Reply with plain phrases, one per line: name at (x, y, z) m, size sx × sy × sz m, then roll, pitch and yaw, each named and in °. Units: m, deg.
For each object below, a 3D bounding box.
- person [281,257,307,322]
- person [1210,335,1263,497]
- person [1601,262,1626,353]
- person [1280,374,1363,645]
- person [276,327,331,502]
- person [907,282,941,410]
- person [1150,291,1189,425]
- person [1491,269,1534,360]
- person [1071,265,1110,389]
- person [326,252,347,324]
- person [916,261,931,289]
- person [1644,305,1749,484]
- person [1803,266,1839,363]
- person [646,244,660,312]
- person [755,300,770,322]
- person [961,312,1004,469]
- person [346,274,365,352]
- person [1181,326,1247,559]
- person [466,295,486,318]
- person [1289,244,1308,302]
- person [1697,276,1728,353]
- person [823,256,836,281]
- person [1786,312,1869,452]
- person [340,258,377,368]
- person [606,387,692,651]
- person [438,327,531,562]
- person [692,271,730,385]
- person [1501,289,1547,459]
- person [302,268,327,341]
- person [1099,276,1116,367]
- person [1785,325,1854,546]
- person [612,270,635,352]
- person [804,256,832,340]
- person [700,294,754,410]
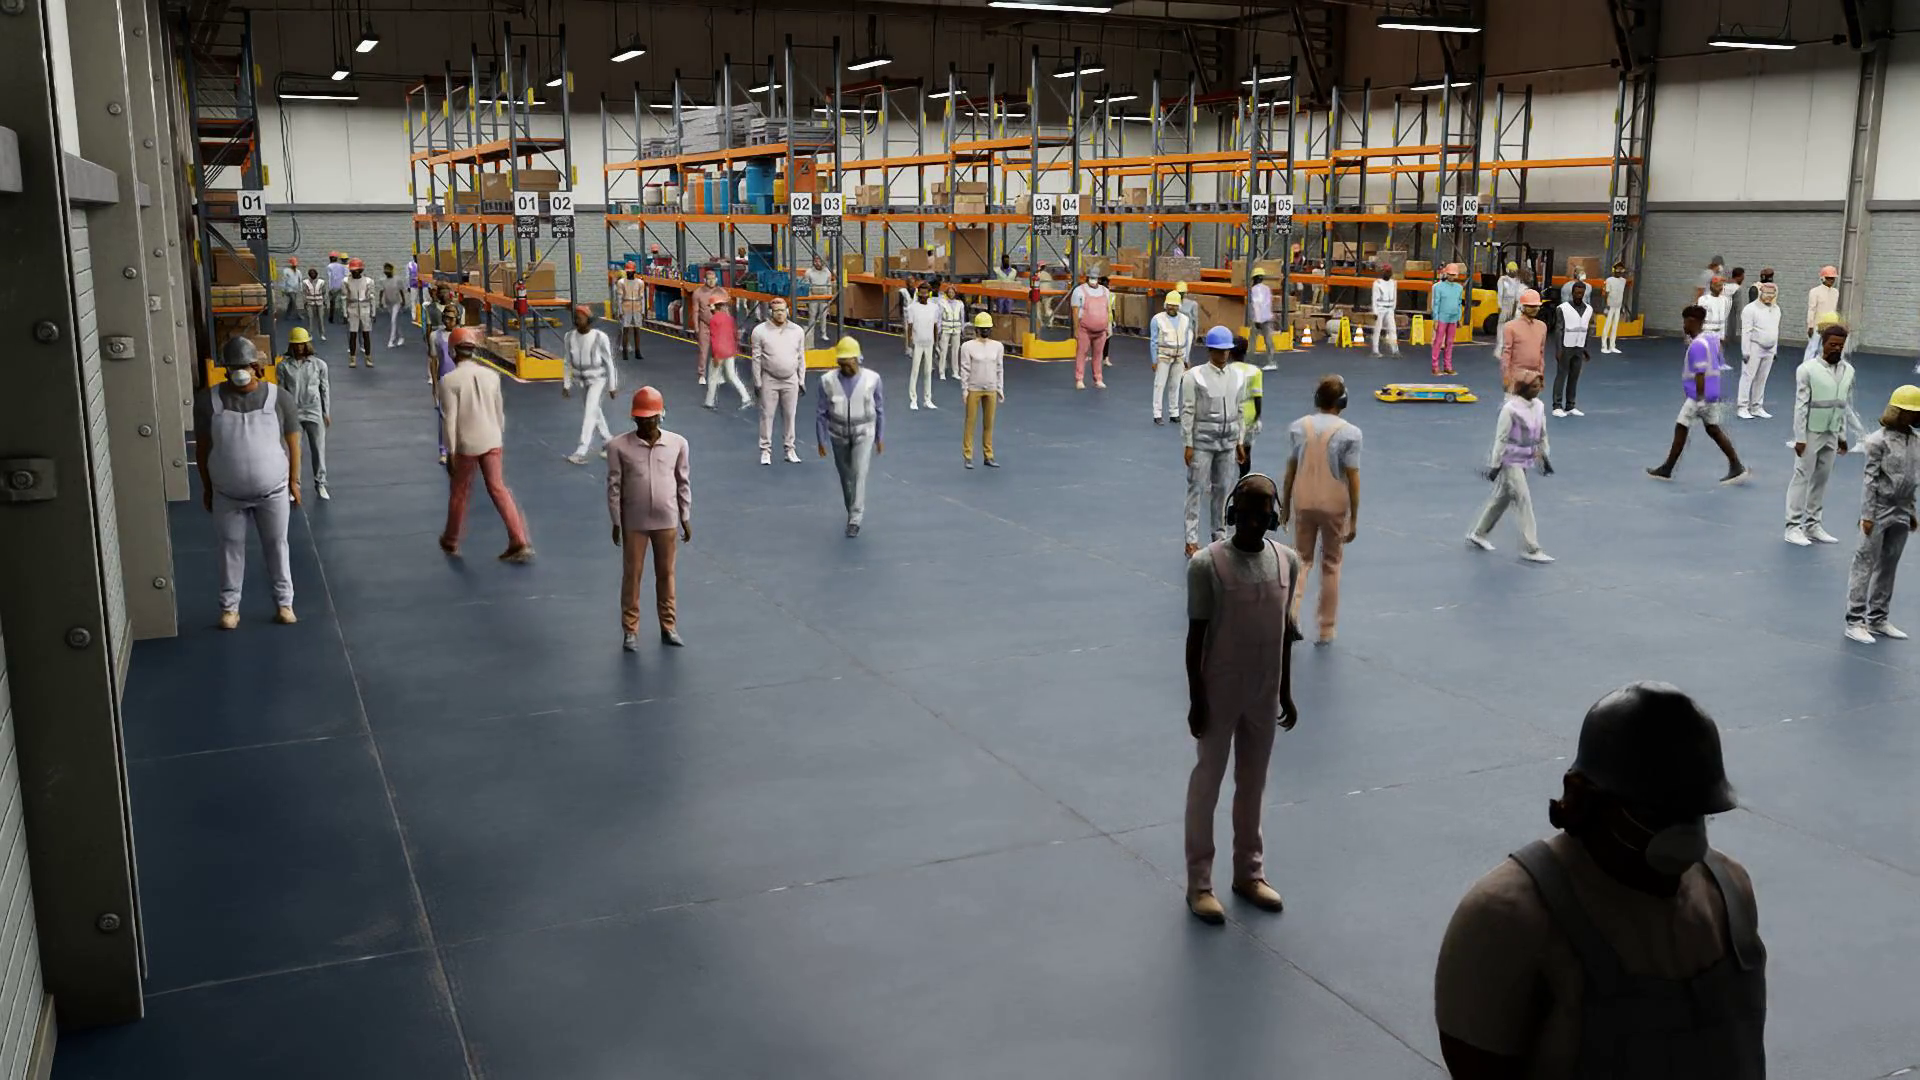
person at (-17.769, -6.665, 44.284) m, size 0.917 × 1.699 × 0.571 m, roll 6°, pitch 13°, yaw 27°
person at (2.745, -1.213, 16.671) m, size 0.559 × 1.660 × 0.749 m, roll 4°, pitch 12°, yaw 21°
person at (13.502, -4.780, 34.279) m, size 0.521 × 1.864 × 0.336 m, roll -4°, pitch 12°, yaw -21°
person at (2.363, -0.181, 11.015) m, size 0.556 × 1.823 × 0.559 m, roll 6°, pitch 13°, yaw 30°
person at (-6.571, -1.259, 16.688) m, size 0.486 × 1.744 × 0.311 m, roll -4°, pitch 12°, yaw -21°
person at (-0.530, -2.850, 24.470) m, size 0.521 × 1.864 × 0.336 m, roll -4°, pitch 12°, yaw -21°
person at (2.872, -2.476, 22.658) m, size 0.591 × 1.828 × 0.404 m, roll -4°, pitch 12°, yaw -21°
person at (10.832, -4.357, 32.322) m, size 0.968 × 1.798 × 0.521 m, roll 6°, pitch 13°, yaw 30°
person at (2.191, -3.502, 27.326) m, size 0.680 × 2.000 × 0.536 m, roll -4°, pitch 12°, yaw -21°
person at (-16.245, -6.565, 43.316) m, size 1.040 × 1.857 × 0.602 m, roll 10°, pitch 15°, yaw 41°
person at (-1.065, -6.932, 45.099) m, size 0.643 × 1.910 × 0.400 m, roll -4°, pitch 12°, yaw -21°
person at (7.946, -1.542, 17.735) m, size 1.017 × 1.909 × 0.658 m, roll 9°, pitch 14°, yaw 37°
person at (14.421, -3.573, 27.805) m, size 0.613 × 1.995 × 0.390 m, roll -4°, pitch 12°, yaw -21°
person at (-8.625, -7.390, 47.203) m, size 0.613 × 1.995 × 0.390 m, roll -4°, pitch 12°, yaw -21°
person at (-5.264, -6.746, 44.287) m, size 0.635 × 1.875 × 1.010 m, roll 0°, pitch 11°, yaw 2°
person at (0.259, -1.690, 18.819) m, size 0.525 × 1.769 × 0.327 m, roll -4°, pitch 12°, yaw -21°
person at (-12.554, -4.717, 34.545) m, size 0.500 × 1.632 × 0.286 m, roll -4°, pitch 12°, yaw -21°
person at (2.125, -0.813, 13.897) m, size 0.605 × 1.949 × 0.401 m, roll -4°, pitch 12°, yaw -21°
person at (-13.028, -6.735, 44.575) m, size 0.671 × 1.719 × 0.493 m, roll -2°, pitch 11°, yaw -11°
person at (9.656, -7.498, 47.805) m, size 0.619 × 1.983 × 1.069 m, roll 1°, pitch 11°, yaw 7°
person at (11.864, -3.215, 26.274) m, size 0.575 × 1.883 × 0.362 m, roll -4°, pitch 12°, yaw -21°
person at (-3.973, -7.974, 51.182) m, size 0.530 × 1.600 × 0.850 m, roll -6°, pitch 13°, yaw -28°
person at (10.597, -1.903, 20.104) m, size 0.910 × 1.691 × 0.525 m, roll 9°, pitch 14°, yaw 37°
person at (-11.215, -4.233, 31.050) m, size 0.608 × 2.040 × 0.394 m, roll -4°, pitch 12°, yaw -21°
person at (-2.046, -0.146, 11.014) m, size 0.564 × 1.747 × 0.339 m, roll -4°, pitch 12°, yaw -21°
person at (-4.002, -0.778, 13.780) m, size 1.047 × 1.935 × 0.666 m, roll 9°, pitch 14°, yaw 39°
person at (-4.183, -3.575, 28.040) m, size 0.643 × 1.910 × 0.400 m, roll -4°, pitch 12°, yaw -21°
person at (6.580, -1.922, 19.415) m, size 0.613 × 1.995 × 0.390 m, roll -4°, pitch 12°, yaw -21°
person at (-14.606, -5.338, 37.678) m, size 0.515 × 1.641 × 0.314 m, roll -4°, pitch 12°, yaw -21°
person at (2.682, -4.090, 31.193) m, size 0.535 × 1.697 × 0.322 m, roll -4°, pitch 12°, yaw -21°
person at (7.498, -0.917, 14.512) m, size 0.590 × 1.916 × 0.399 m, roll -4°, pitch 12°, yaw -21°
person at (-7.032, -4.783, 34.721) m, size 0.488 × 1.695 × 0.899 m, roll -10°, pitch 15°, yaw -41°
person at (-3.194, -5.463, 37.648) m, size 0.643 × 1.905 × 0.400 m, roll -4°, pitch 12°, yaw -21°
person at (-3.439, -2.746, 24.363) m, size 0.847 × 1.704 × 0.609 m, roll 6°, pitch 13°, yaw 29°
